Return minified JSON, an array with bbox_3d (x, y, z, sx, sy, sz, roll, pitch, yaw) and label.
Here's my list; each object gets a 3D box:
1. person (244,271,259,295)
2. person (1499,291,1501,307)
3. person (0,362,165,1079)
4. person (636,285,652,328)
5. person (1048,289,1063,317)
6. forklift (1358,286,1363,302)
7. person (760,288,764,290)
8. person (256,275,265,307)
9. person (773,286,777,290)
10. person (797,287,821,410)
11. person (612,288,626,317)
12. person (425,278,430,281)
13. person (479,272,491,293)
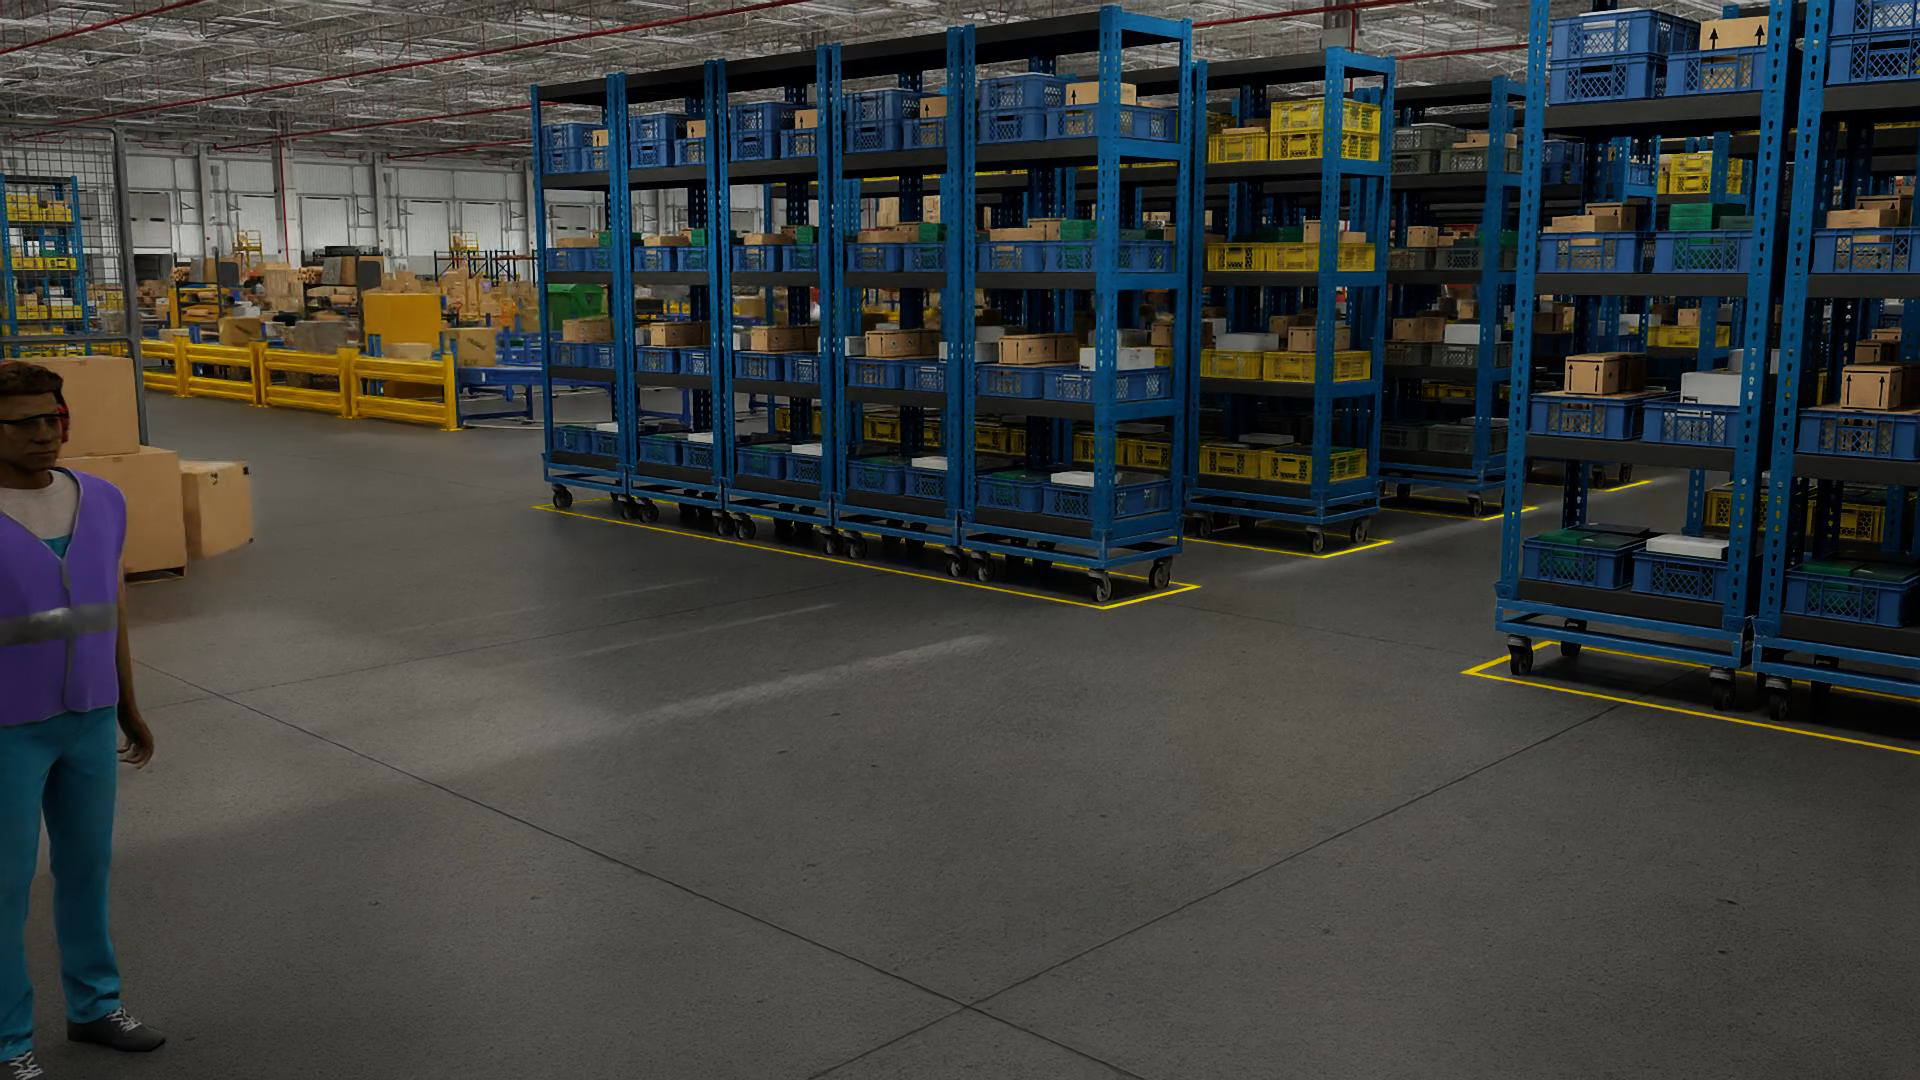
[{"bbox_3d":[-26.914,-9.241,63.306,0.612,1.997,0.376,-3,10,-20],"label":"person"},{"bbox_3d":[14.225,-6.146,44.611,0.639,1.915,0.846,-5,11,-28],"label":"person"},{"bbox_3d":[-2.345,0.470,4.224,0.373,1.843,0.570,4,10,24],"label":"person"},{"bbox_3d":[-10.079,-7.478,53.028,0.510,1.819,0.612,8,12,42],"label":"person"},{"bbox_3d":[1.398,-2.976,25.446,0.601,1.820,0.403,2,10,14],"label":"person"},{"bbox_3d":[11.100,-7.017,46.970,1.873,2.768,1.129,9,13,43],"label":"forklift"},{"bbox_3d":[-8.666,-10.486,71.873,0.517,1.681,0.547,1,9,9],"label":"person"},{"bbox_3d":[-24.432,-8.326,58.154,0.640,1.848,0.541,-8,12,-39],"label":"person"},{"bbox_3d":[-7.259,-9.404,64.864,0.962,1.826,0.540,-4,10,-25],"label":"person"},{"bbox_3d":[-1.924,-2.249,20.714,0.400,1.907,0.644,-7,12,-37],"label":"person"},{"bbox_3d":[-8.289,-5.472,40.891,0.527,1.772,0.306,1,9,5],"label":"person"},{"bbox_3d":[-25.835,-11.961,81.052,0.903,1.652,0.518,6,11,33],"label":"person"},{"bbox_3d":[-23.472,-12.274,82.215,0.615,1.884,0.913,-3,10,-17],"label":"person"}]
